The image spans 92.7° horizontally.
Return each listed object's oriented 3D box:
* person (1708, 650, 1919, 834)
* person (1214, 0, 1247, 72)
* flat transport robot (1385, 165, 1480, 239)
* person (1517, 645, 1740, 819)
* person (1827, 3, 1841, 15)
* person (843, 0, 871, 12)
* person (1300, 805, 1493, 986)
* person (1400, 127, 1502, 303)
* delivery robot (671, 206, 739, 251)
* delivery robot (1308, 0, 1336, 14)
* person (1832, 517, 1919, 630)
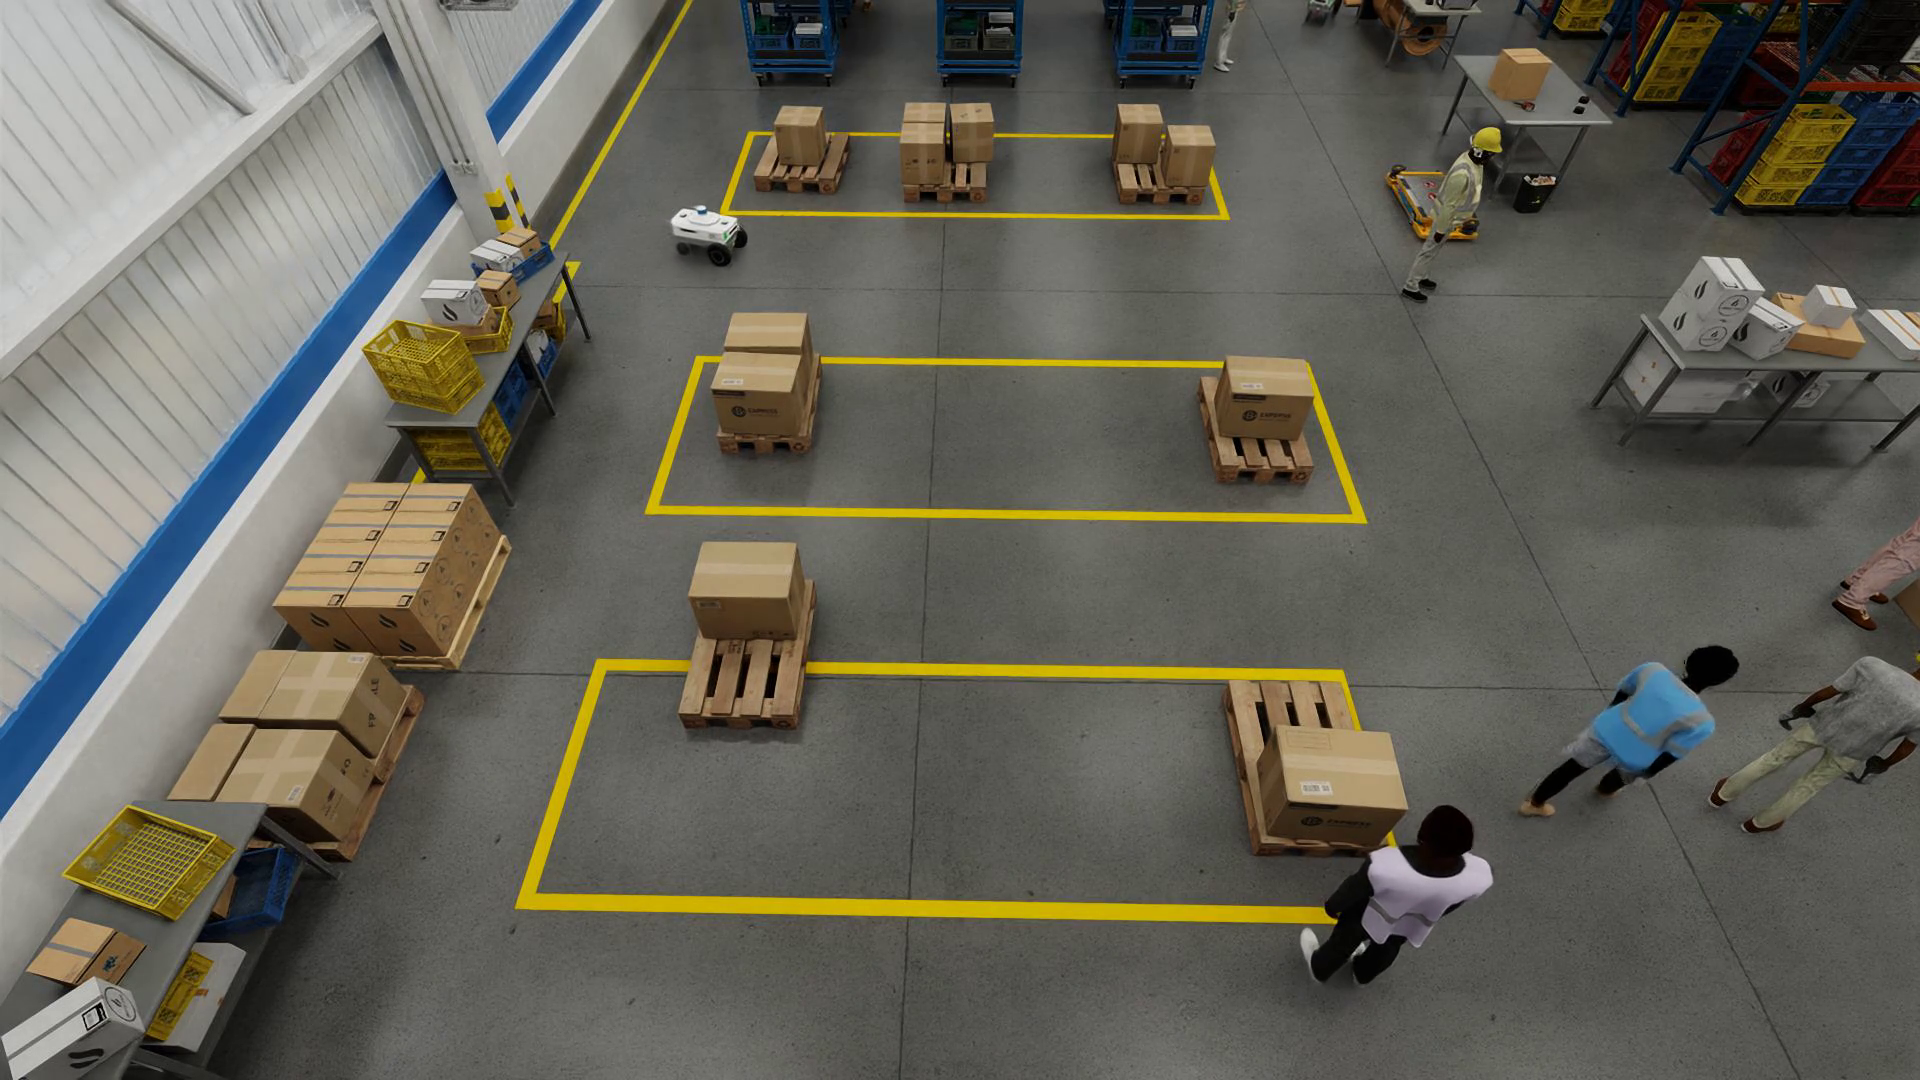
[{"bbox_3d":[5.210,1.181,5.446,0.309,1.864,0.535,-23,53,-19],"label":"person"},{"bbox_3d":[3.996,-7.730,13.305,0.312,1.639,0.518,19,52,15],"label":"person"},{"bbox_3d":[5.692,-4.094,11.059,0.652,0.197,1.431,1,49,1],"label":"flat transport robot"},{"bbox_3d":[4.083,1.203,5.570,0.881,1.628,0.545,-14,51,-12],"label":"person"},{"bbox_3d":[12.662,-7.734,13.149,0.360,1.885,0.575,27,54,21],"label":"person"},{"bbox_3d":[-1.697,-9.608,14.707,0.611,1.985,0.394,17,51,15],"label":"person"},{"bbox_3d":[2.227,1.921,4.781,0.598,1.913,0.413,3,49,3],"label":"person"},{"bbox_3d":[5.010,-3.306,9.358,0.403,1.823,0.595,27,54,21],"label":"person"},{"bbox_3d":[-2.862,-3.516,10.313,0.707,0.478,0.477,13,50,11],"label":"delivery robot"},{"bbox_3d":[5.957,-8.882,14.957,0.477,0.478,0.707,22,53,18],"label":"delivery robot"},{"bbox_3d":[7.094,-0.115,6.537,0.651,1.913,0.409,-35,58,-27],"label":"person"}]
